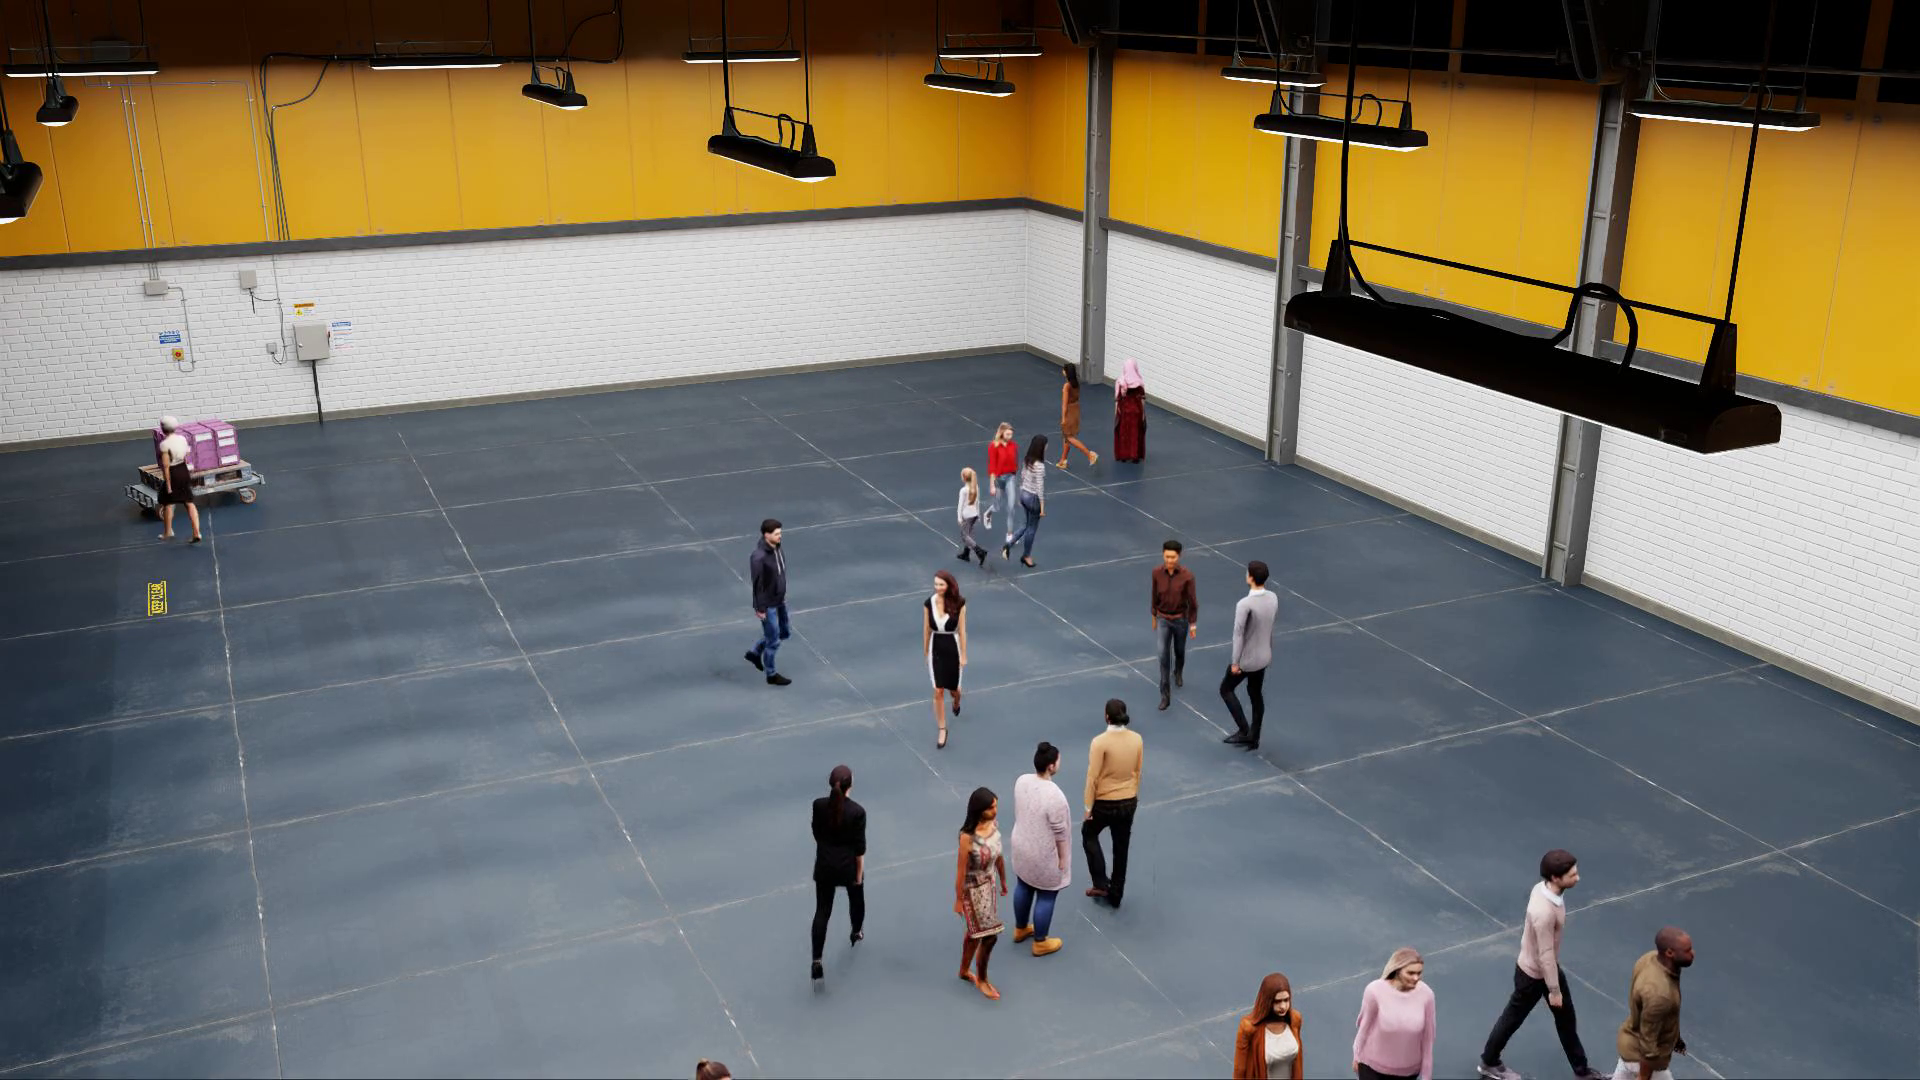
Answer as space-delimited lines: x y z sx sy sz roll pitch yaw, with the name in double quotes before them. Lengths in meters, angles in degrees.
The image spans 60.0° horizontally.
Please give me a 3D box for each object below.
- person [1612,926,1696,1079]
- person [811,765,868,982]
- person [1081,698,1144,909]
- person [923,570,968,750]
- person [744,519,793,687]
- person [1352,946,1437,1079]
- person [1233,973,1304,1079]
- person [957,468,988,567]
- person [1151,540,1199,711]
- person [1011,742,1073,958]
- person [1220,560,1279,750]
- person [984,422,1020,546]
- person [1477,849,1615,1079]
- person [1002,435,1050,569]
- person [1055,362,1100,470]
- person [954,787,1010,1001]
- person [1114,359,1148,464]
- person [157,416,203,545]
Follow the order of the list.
"person" 4.123 3.141 10.185 1.231 1.790 1.199 6 19 16
"person" -0.943 2.497 12.359 1.029 1.621 1.149 4 19 13
"person" 1.256 2.137 13.250 0.695 1.737 0.615 -8 20 -23
"person" -0.118 1.121 16.192 0.865 1.784 0.962 4 19 12
"person" -2.081 0.642 17.483 0.991 1.867 0.932 6 19 17
"person" 2.641 3.197 10.263 0.950 1.634 1.209 1 19 3
"person" 1.805 3.294 9.838 0.620 1.720 0.547 -8 20 -23
"person" 0.153 -0.280 21.169 0.868 1.262 0.672 18 25 42
"person" 2.219 0.826 17.153 1.166 1.730 1.233 6 19 17
"person" 0.594 2.332 12.660 0.809 1.743 0.662 -15 24 -37
"person" 2.853 1.143 15.929 0.824 1.911 0.753 -15 24 -37
"person" 0.514 -0.759 21.948 0.630 1.673 0.886 -11 22 -30
"person" 3.749 2.861 11.050 1.193 1.768 1.069 9 21 24
"person" 0.820 -0.437 20.850 0.700 1.764 0.741 -11 21 -29
"person" 1.750 -1.841 25.166 1.033 1.670 0.926 9 21 25
"person" 0.060 2.545 12.206 0.866 1.629 0.808 13 22 33
"person" 2.627 -2.003 25.694 0.760 1.639 0.792 4 19 10
"person" -10.206 -0.753 21.848 1.022 1.726 0.959 7 20 20
